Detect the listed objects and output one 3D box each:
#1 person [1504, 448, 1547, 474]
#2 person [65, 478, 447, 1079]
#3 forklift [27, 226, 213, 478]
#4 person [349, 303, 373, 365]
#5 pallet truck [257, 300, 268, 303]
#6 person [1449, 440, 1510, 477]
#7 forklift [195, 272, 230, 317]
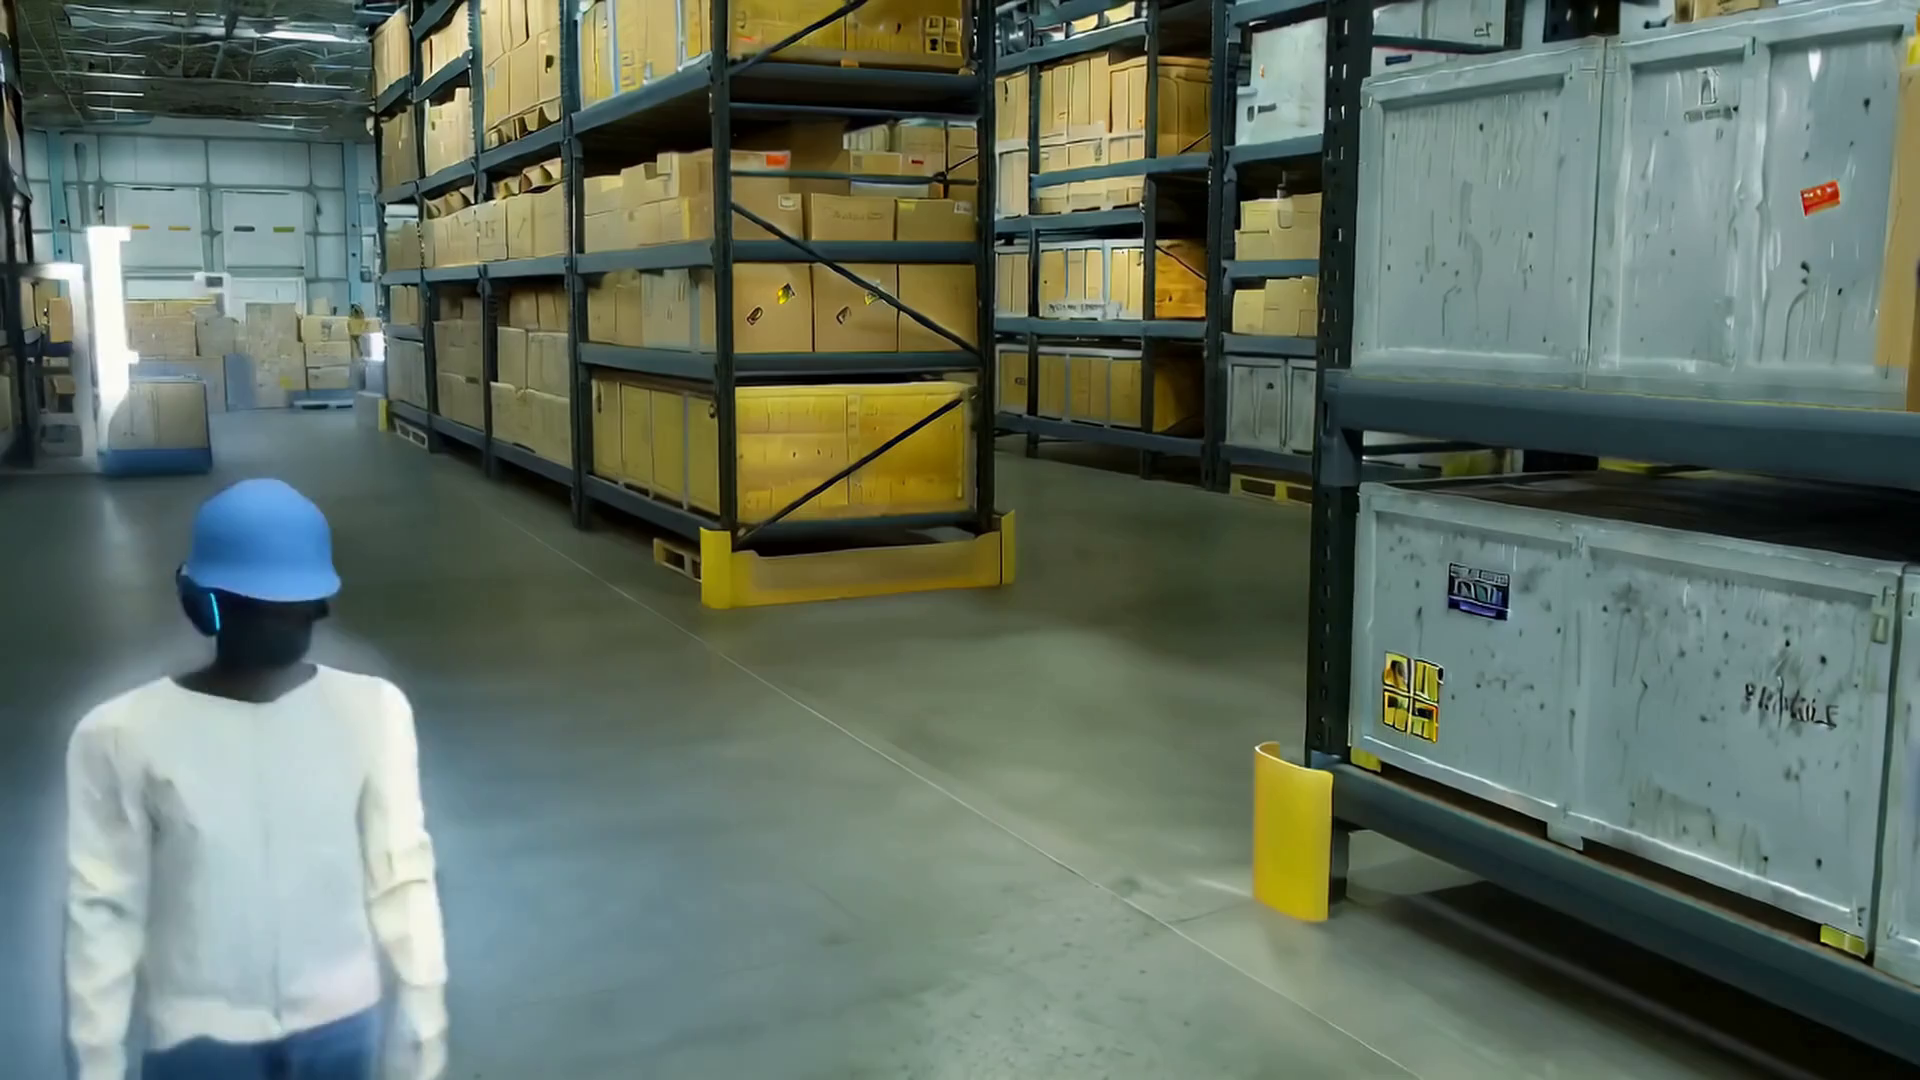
[{"bbox_3d":[3.892,-0.479,11.047,0.810,1.815,0.634,-3,9,-17],"label":"person"},{"bbox_3d":[-1.076,0.773,2.618,0.556,1.748,0.424,-7,11,-41],"label":"person"},{"bbox_3d":[-9.693,-2.171,19.061,1.873,2.768,1.129,-4,9,-26],"label":"forklift"},{"bbox_3d":[-18.099,-6.217,50.377,0.765,1.897,0.376,0,8,-1],"label":"person"},{"bbox_3d":[-23.913,-7.404,58.171,1.885,1.965,0.823,-1,8,-9],"label":"pallet truck"},{"bbox_3d":[3.102,-0.404,9.948,0.467,1.981,0.641,0,8,1],"label":"person"},{"bbox_3d":[-22.784,-6.786,50.885,1.873,2.768,1.129,6,10,37],"label":"forklift"}]
